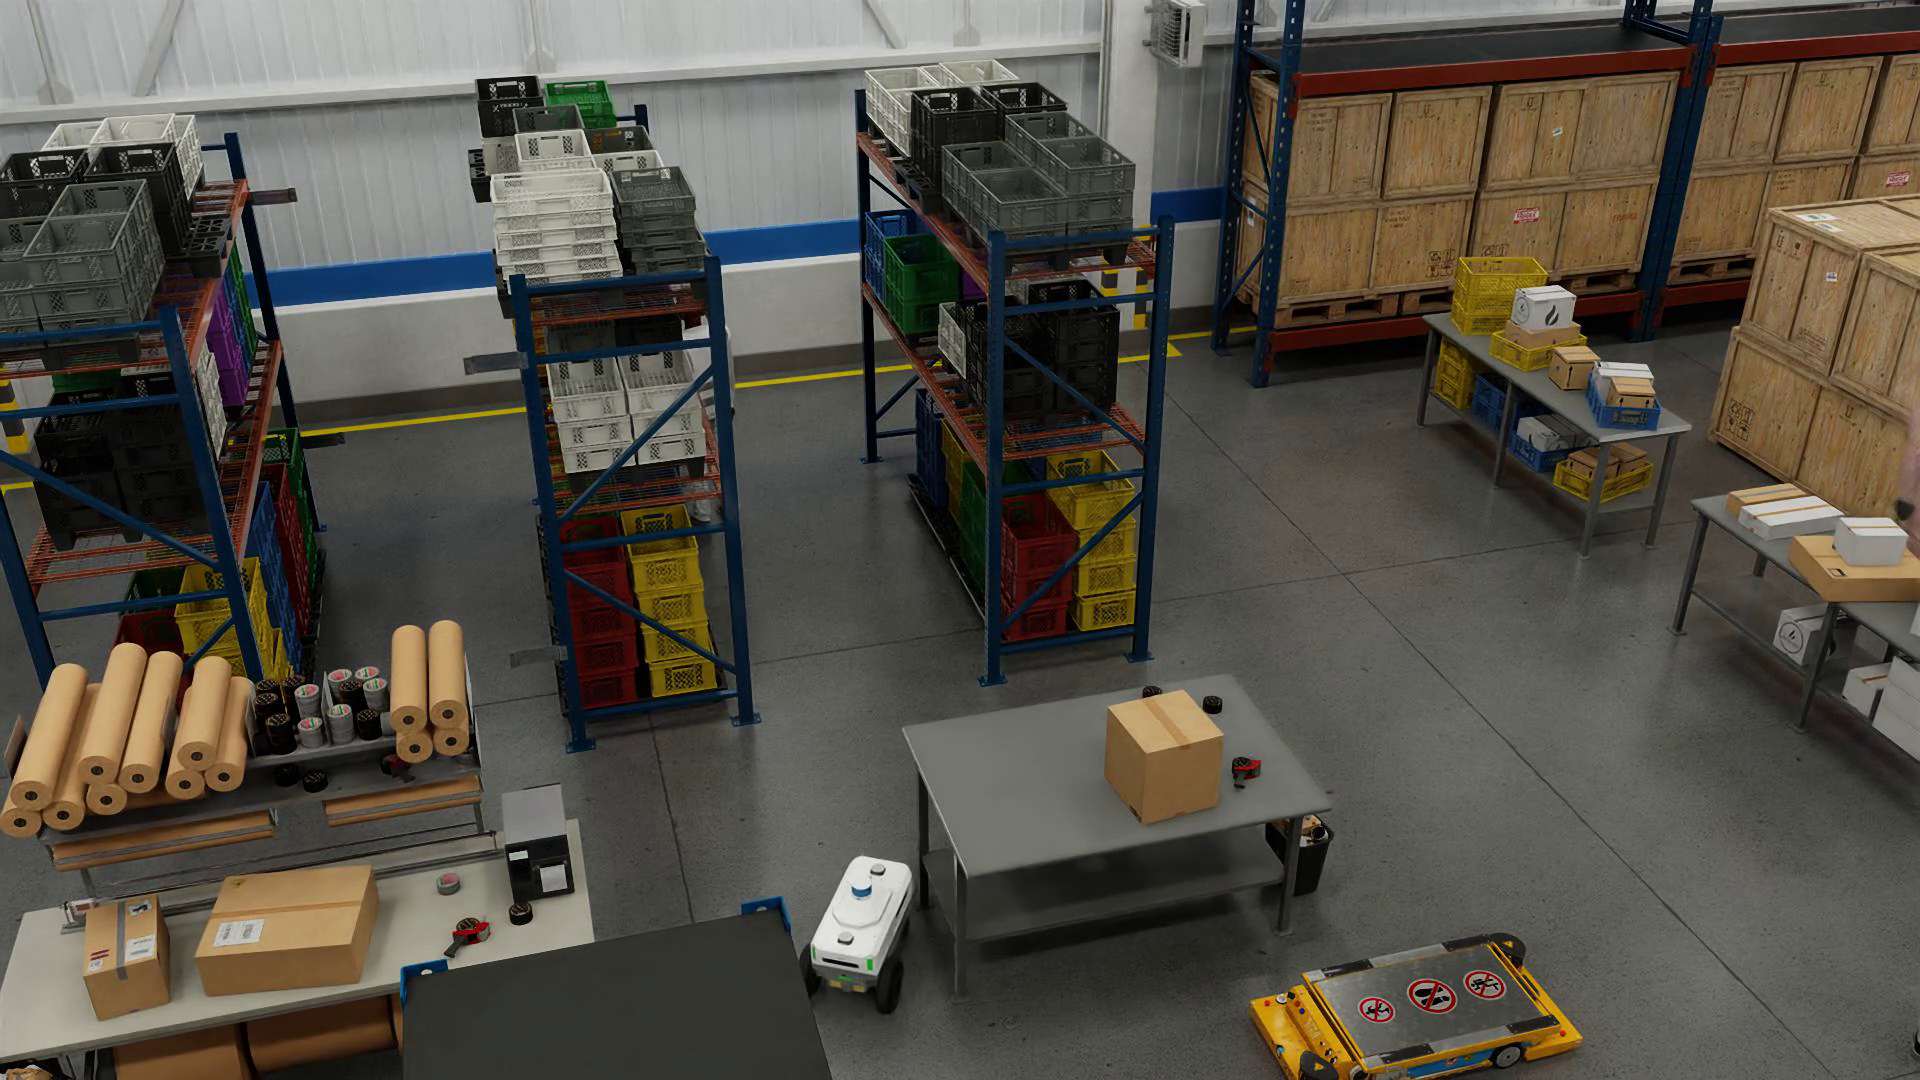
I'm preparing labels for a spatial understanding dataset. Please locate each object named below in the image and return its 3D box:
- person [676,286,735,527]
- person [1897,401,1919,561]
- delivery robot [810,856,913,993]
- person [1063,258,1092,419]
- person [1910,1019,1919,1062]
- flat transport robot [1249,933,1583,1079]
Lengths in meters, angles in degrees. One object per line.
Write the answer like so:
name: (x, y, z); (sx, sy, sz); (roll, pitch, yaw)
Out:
person: (-1.898, -0.952, 12.203); (0.583, 1.882, 0.337); (-23, 36, -35)
person: (6.598, -0.363, 11.130); (0.647, 1.923, 0.417); (-4, 29, -7)
delivery robot: (-0.483, 1.891, 8.298); (0.477, 0.478, 0.707); (8, 30, 13)
person: (0.841, -1.549, 13.235); (0.372, 1.939, 0.631); (-6, 29, -10)
person: (4.722, 1.679, 7.467); (0.404, 1.833, 0.587); (-25, 38, -38)
flat transport robot: (2.184, 2.282, 7.980); (1.431, 0.197, 0.652); (-8, 30, -14)
